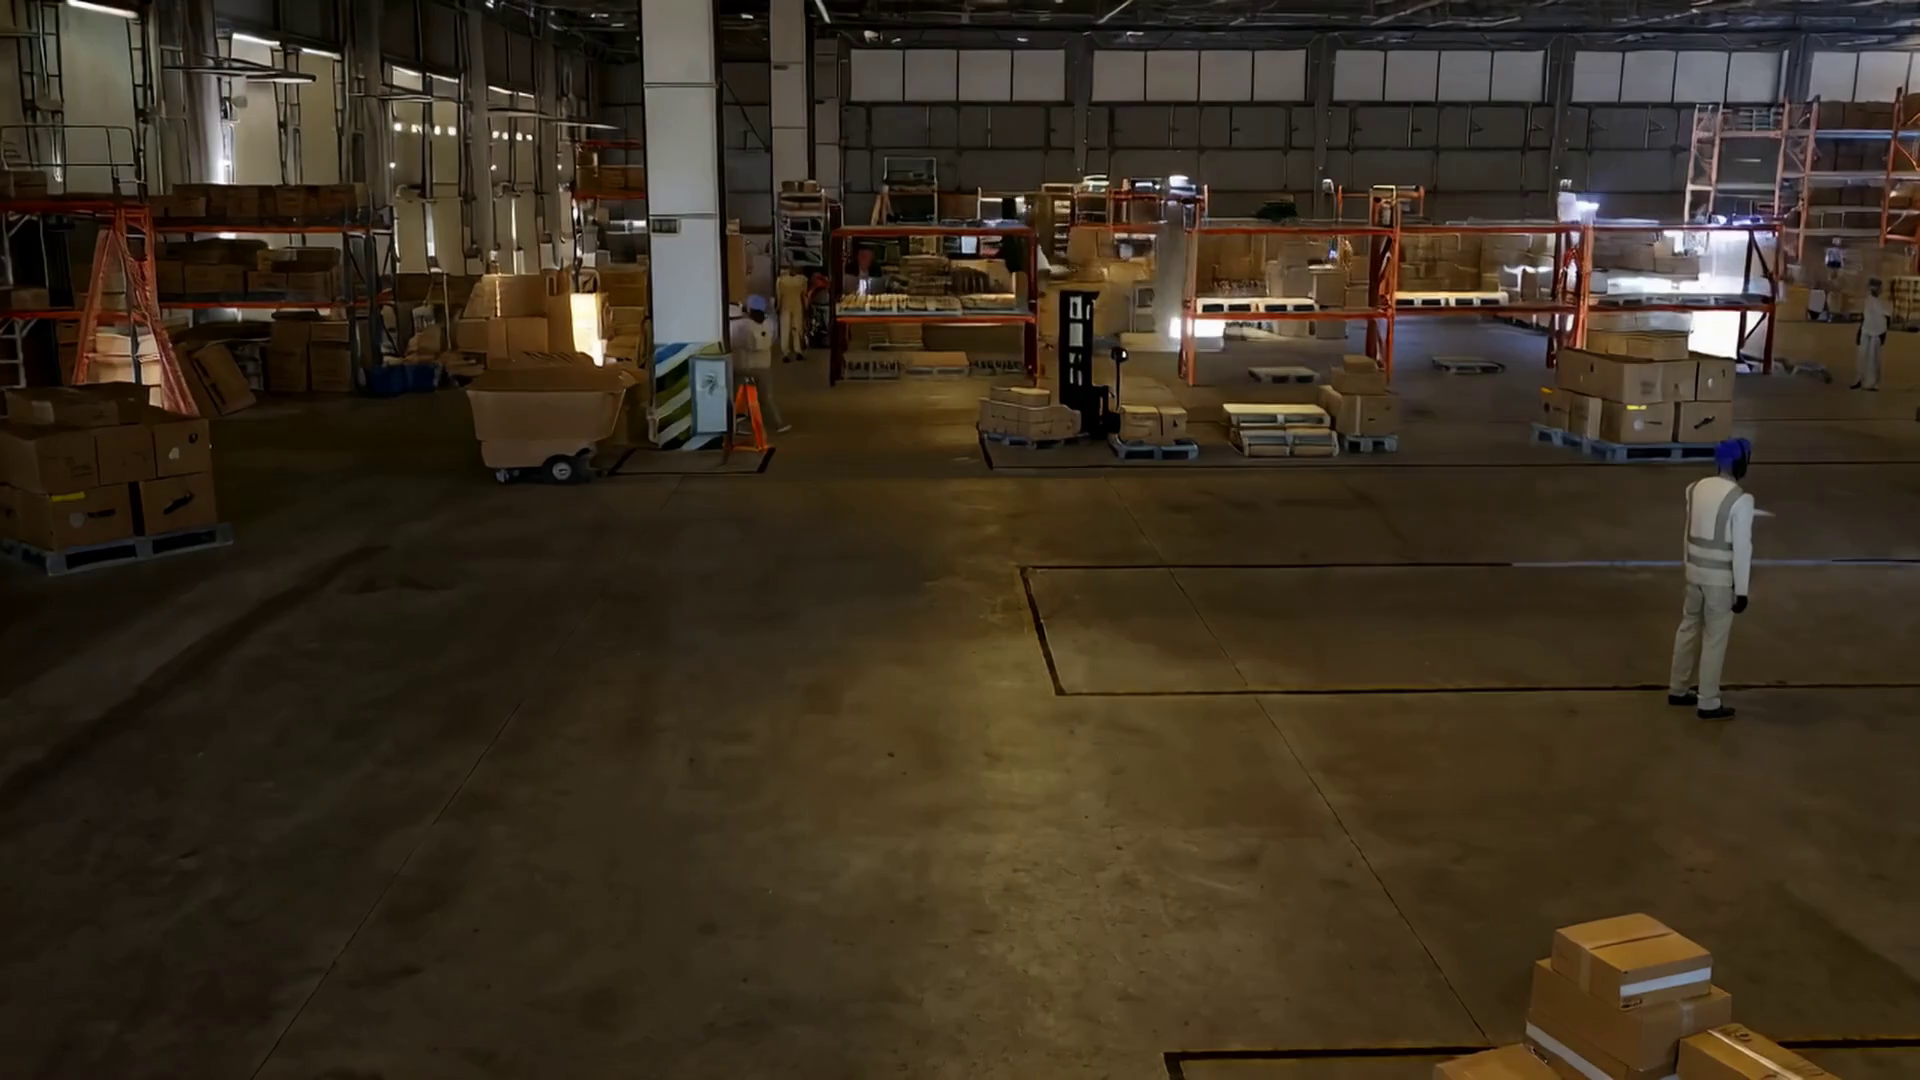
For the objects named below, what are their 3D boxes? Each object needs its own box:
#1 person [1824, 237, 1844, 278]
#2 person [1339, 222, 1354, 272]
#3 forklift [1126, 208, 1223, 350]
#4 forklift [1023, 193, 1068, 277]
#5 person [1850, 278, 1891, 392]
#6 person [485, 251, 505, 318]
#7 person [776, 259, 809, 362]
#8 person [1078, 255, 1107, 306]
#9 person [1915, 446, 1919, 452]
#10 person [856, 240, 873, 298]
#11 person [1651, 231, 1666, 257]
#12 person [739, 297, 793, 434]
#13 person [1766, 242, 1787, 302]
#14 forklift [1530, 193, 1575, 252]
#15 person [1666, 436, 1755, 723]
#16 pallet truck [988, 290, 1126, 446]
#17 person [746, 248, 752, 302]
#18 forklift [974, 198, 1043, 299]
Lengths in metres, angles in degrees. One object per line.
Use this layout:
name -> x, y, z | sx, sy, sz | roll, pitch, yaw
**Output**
person -> 25.278, -7.913, 48.137 | 0.538, 1.687, 0.393 | -1, 13, -4
person -> 13.924, -10.518, 59.467 | 0.976, 1.882, 0.569 | -8, 15, -33
forklift -> 4.341, -5.255, 33.448 | 1.873, 2.768, 1.129 | 0, 12, 1
forklift -> 2.577, -10.280, 56.133 | 1.873, 2.768, 1.129 | -7, 14, -29
person -> 14.931, -3.359, 27.224 | 0.325, 1.860, 0.507 | -7, 14, -27
person -> -11.448, -6.265, 40.863 | 0.523, 1.632, 0.313 | 10, 16, 37
person -> -3.163, -4.338, 31.453 | 0.635, 1.937, 0.353 | -4, 13, -19
person -> 2.779, -5.116, 35.242 | 0.634, 1.818, 0.720 | 9, 15, 34
person -> 12.561, -2.113, 21.171 | 0.683, 2.000, 0.537 | -1, 13, -5
person -> -2.646, -7.573, 46.671 | 0.539, 1.659, 0.762 | 6, 14, 26
person -> 20.038, -7.953, 47.801 | 0.664, 1.920, 0.568 | -5, 13, -20
person -> -2.721, -2.373, 22.714 | 0.617, 1.869, 0.991 | -12, 17, -44
person -> 22.590, -7.386, 45.830 | 0.559, 1.694, 0.473 | -8, 15, -33
forklift -> 20.956, -10.670, 57.897 | 1.873, 2.768, 1.129 | 0, 12, -2
person -> 4.935, 0.251, 10.885 | 0.354, 1.876, 0.574 | -3, 13, -15
pallet truck -> 1.257, -2.299, 22.111 | 1.885, 1.965, 0.823 | -9, 15, -35
person -> -5.792, -7.164, 44.276 | 0.522, 1.907, 0.609 | -12, 17, -42
forklift -> 1.356, -8.191, 46.703 | 1.873, 2.768, 1.129 | -1, 13, -3
